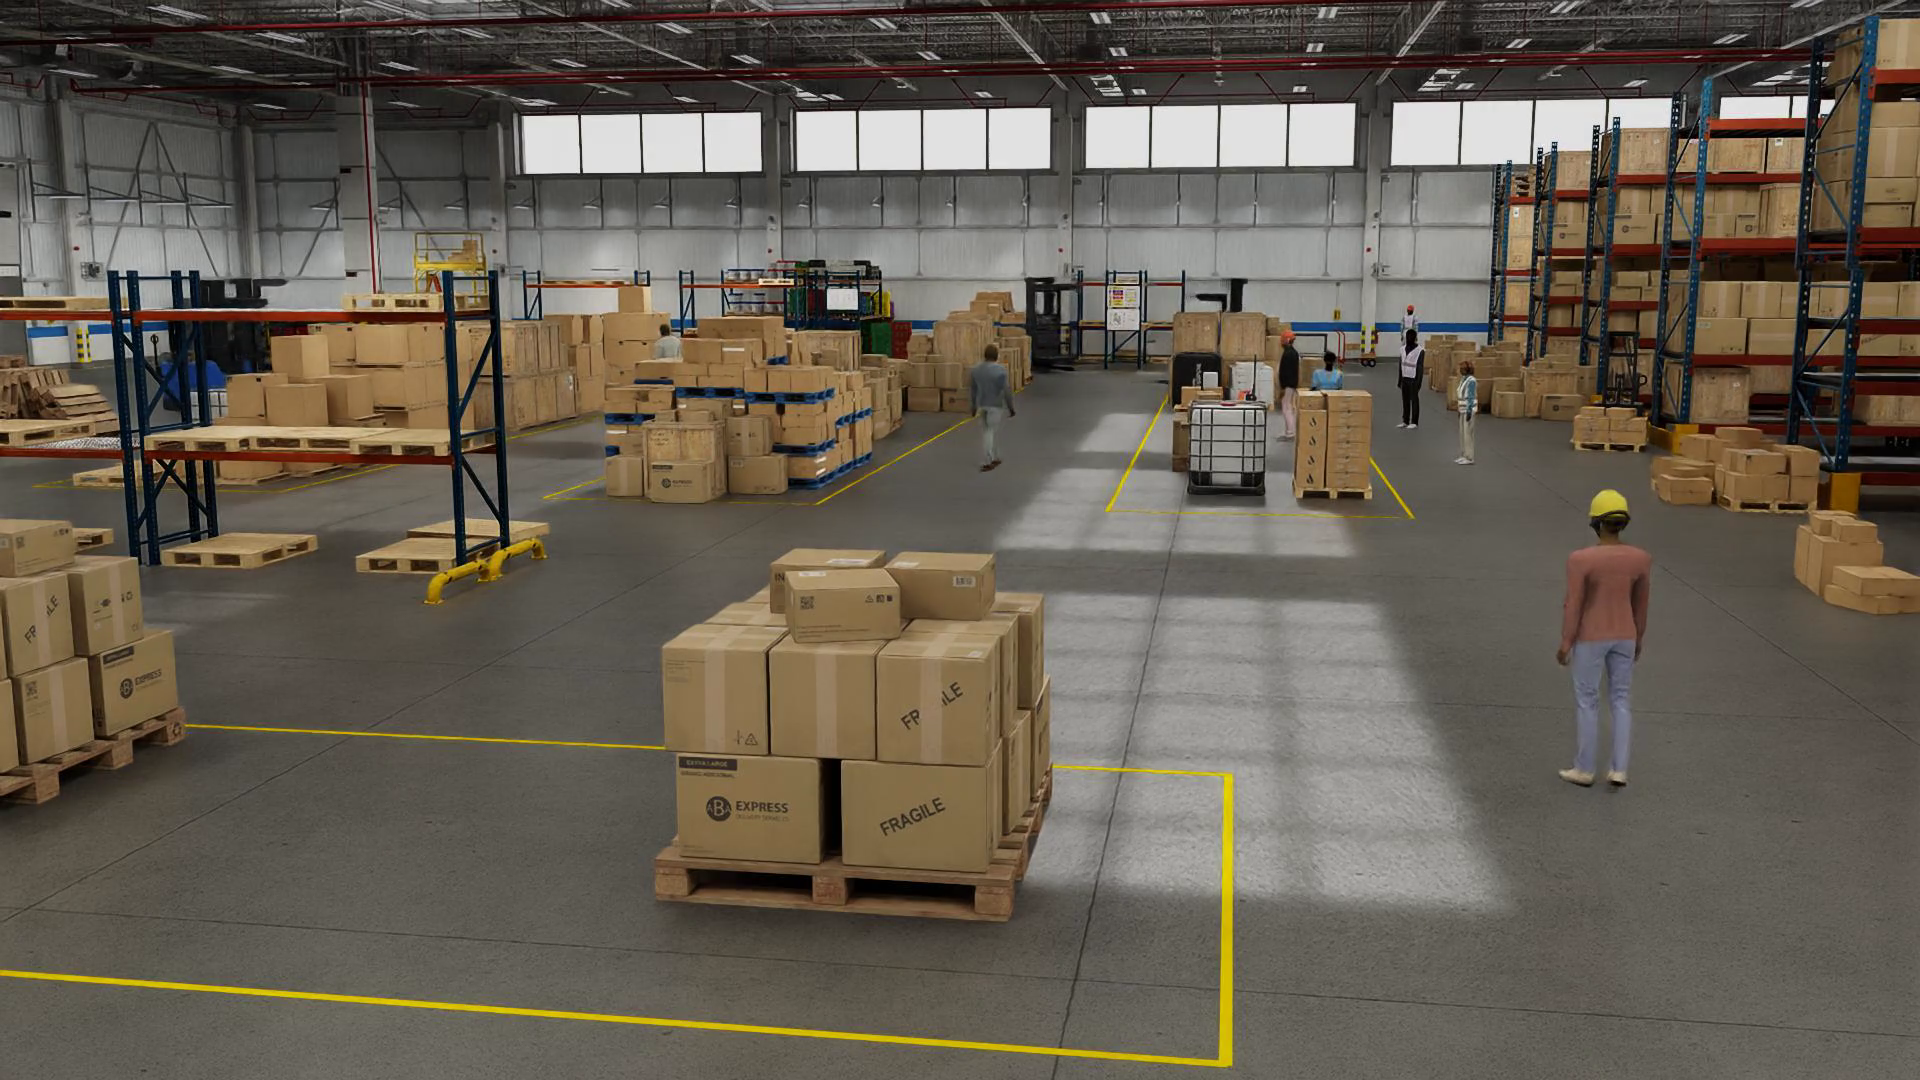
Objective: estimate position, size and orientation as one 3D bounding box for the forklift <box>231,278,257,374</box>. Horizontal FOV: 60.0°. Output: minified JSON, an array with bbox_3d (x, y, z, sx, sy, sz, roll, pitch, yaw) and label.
[{"bbox_3d":[-18.372,-5.330,42.786,1.873,2.768,1.129,-3,10,-18],"label":"forklift"}]

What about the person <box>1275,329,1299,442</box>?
[{"bbox_3d":[5.802,-2.732,29.486,0.396,1.992,0.622,5,10,27],"label":"person"}]

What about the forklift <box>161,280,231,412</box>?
[{"bbox_3d":[-15.980,-4.153,35.530,1.129,2.768,1.873,9,13,43],"label":"forklift"}]

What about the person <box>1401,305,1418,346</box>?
[{"bbox_3d":[14.304,-6.507,52.939,0.542,1.939,0.362,5,10,28],"label":"person"}]

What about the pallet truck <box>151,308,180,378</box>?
[{"bbox_3d":[-21.869,-5.598,47.154,0.823,1.965,1.885,4,10,26],"label":"pallet truck"}]

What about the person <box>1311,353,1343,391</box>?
[{"bbox_3d":[6.231,-2.366,28.286,0.534,1.655,0.867,1,9,8],"label":"person"}]

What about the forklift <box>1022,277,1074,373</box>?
[{"bbox_3d":[2.354,-6.441,49.639,1.129,2.768,1.873,-8,12,-41],"label":"forklift"}]

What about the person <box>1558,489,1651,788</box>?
[{"bbox_3d":[3.772,0.580,9.772,0.529,1.768,0.318,-1,9,-9],"label":"person"}]

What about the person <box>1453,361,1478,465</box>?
[{"bbox_3d":[7.950,-1.997,26.082,0.313,1.630,0.524,0,9,1],"label":"person"}]

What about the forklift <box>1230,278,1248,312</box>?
[{"bbox_3d":[7.155,-5.372,43.048,1.873,2.768,1.129,2,9,9],"label":"forklift"}]

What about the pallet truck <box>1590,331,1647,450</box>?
[{"bbox_3d":[11.253,-2.573,28.499,0.823,1.965,1.885,5,10,27],"label":"pallet truck"}]

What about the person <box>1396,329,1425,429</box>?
[{"bbox_3d":[8.678,-3.094,31.988,0.397,1.911,0.587,-5,11,-30],"label":"person"}]

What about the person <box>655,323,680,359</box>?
[{"bbox_3d":[-6.157,-3.596,35.011,0.401,1.935,0.633,6,11,34],"label":"person"}]

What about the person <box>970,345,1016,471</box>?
[{"bbox_3d":[0.539,-2.013,25.335,0.641,1.905,0.888,7,11,36],"label":"person"}]
